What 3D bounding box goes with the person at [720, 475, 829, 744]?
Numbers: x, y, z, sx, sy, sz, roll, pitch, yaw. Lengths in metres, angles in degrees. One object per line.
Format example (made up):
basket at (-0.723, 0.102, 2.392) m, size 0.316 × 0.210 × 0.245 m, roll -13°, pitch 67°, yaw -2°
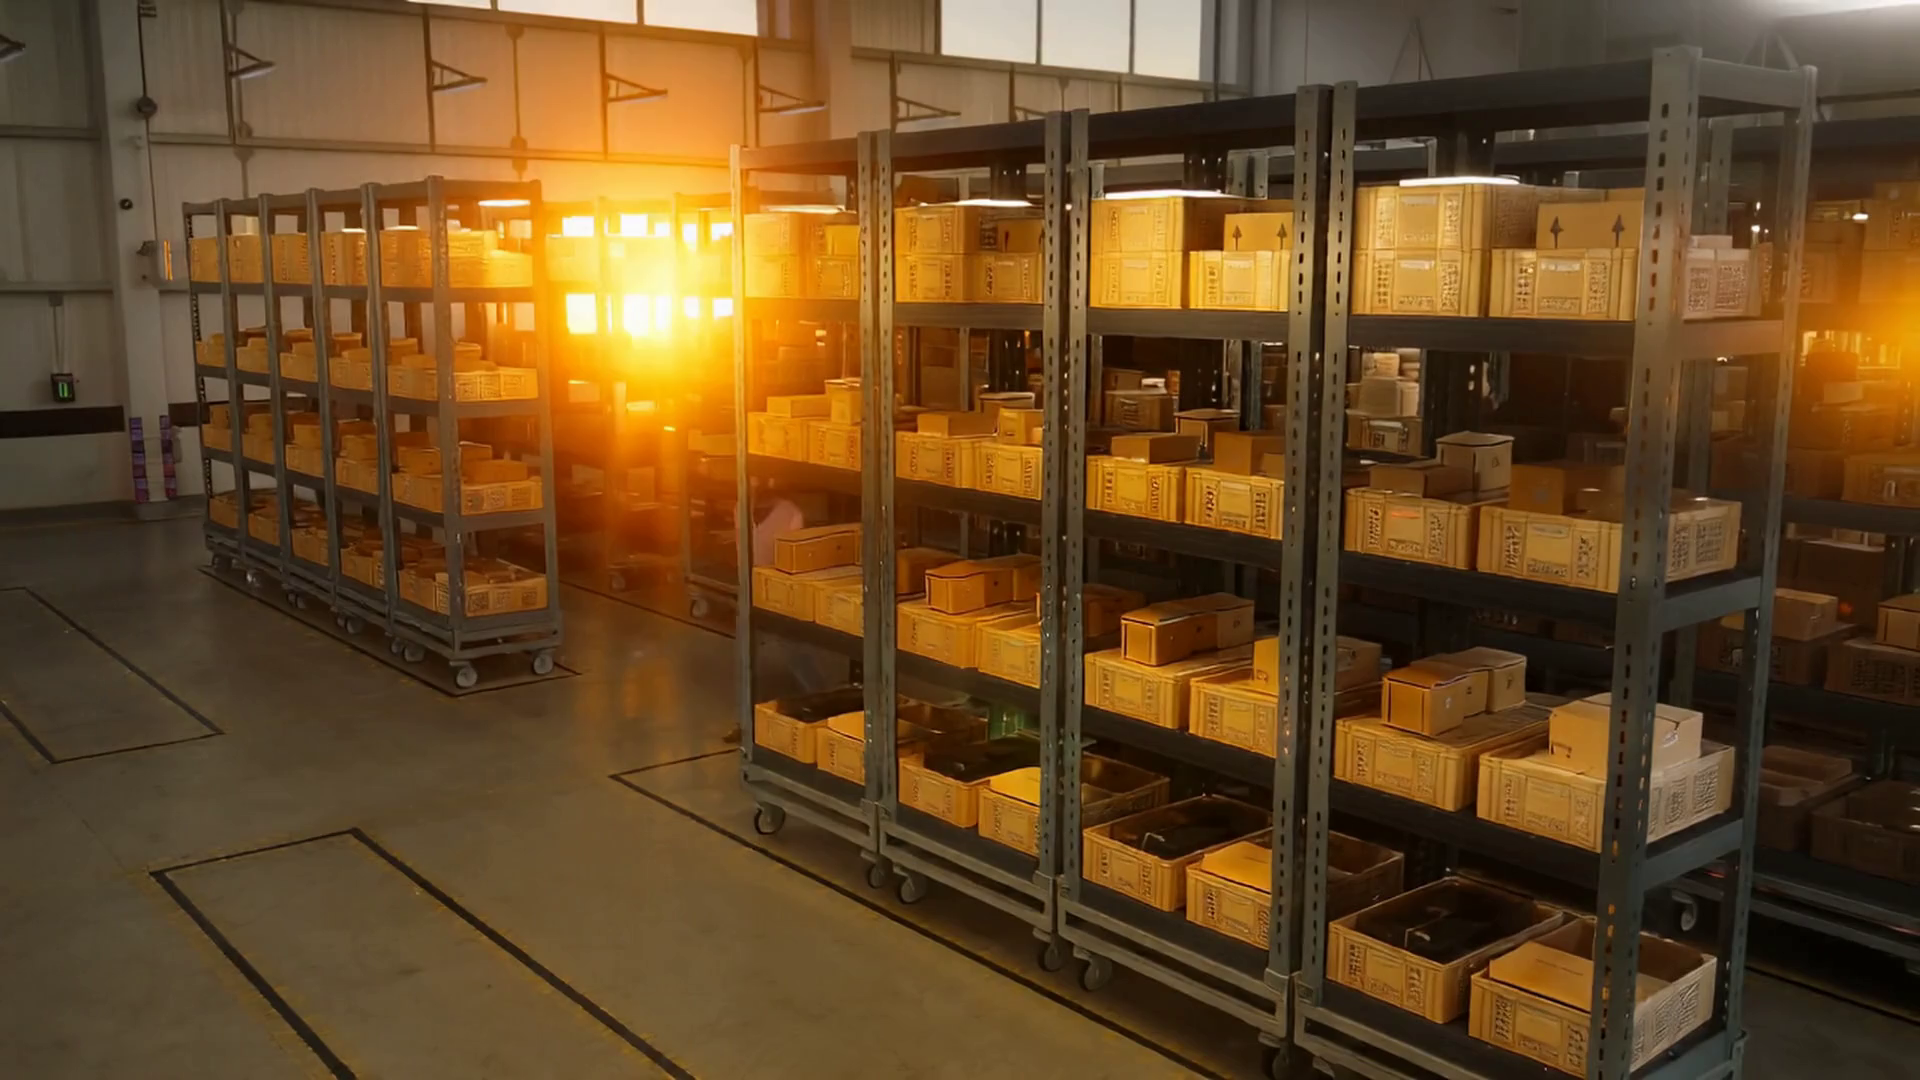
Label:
person at (-1.208, 0.348, 10.667) m, size 0.570 × 1.820 × 0.838 m, roll 6°, pitch 11°, yaw 30°
